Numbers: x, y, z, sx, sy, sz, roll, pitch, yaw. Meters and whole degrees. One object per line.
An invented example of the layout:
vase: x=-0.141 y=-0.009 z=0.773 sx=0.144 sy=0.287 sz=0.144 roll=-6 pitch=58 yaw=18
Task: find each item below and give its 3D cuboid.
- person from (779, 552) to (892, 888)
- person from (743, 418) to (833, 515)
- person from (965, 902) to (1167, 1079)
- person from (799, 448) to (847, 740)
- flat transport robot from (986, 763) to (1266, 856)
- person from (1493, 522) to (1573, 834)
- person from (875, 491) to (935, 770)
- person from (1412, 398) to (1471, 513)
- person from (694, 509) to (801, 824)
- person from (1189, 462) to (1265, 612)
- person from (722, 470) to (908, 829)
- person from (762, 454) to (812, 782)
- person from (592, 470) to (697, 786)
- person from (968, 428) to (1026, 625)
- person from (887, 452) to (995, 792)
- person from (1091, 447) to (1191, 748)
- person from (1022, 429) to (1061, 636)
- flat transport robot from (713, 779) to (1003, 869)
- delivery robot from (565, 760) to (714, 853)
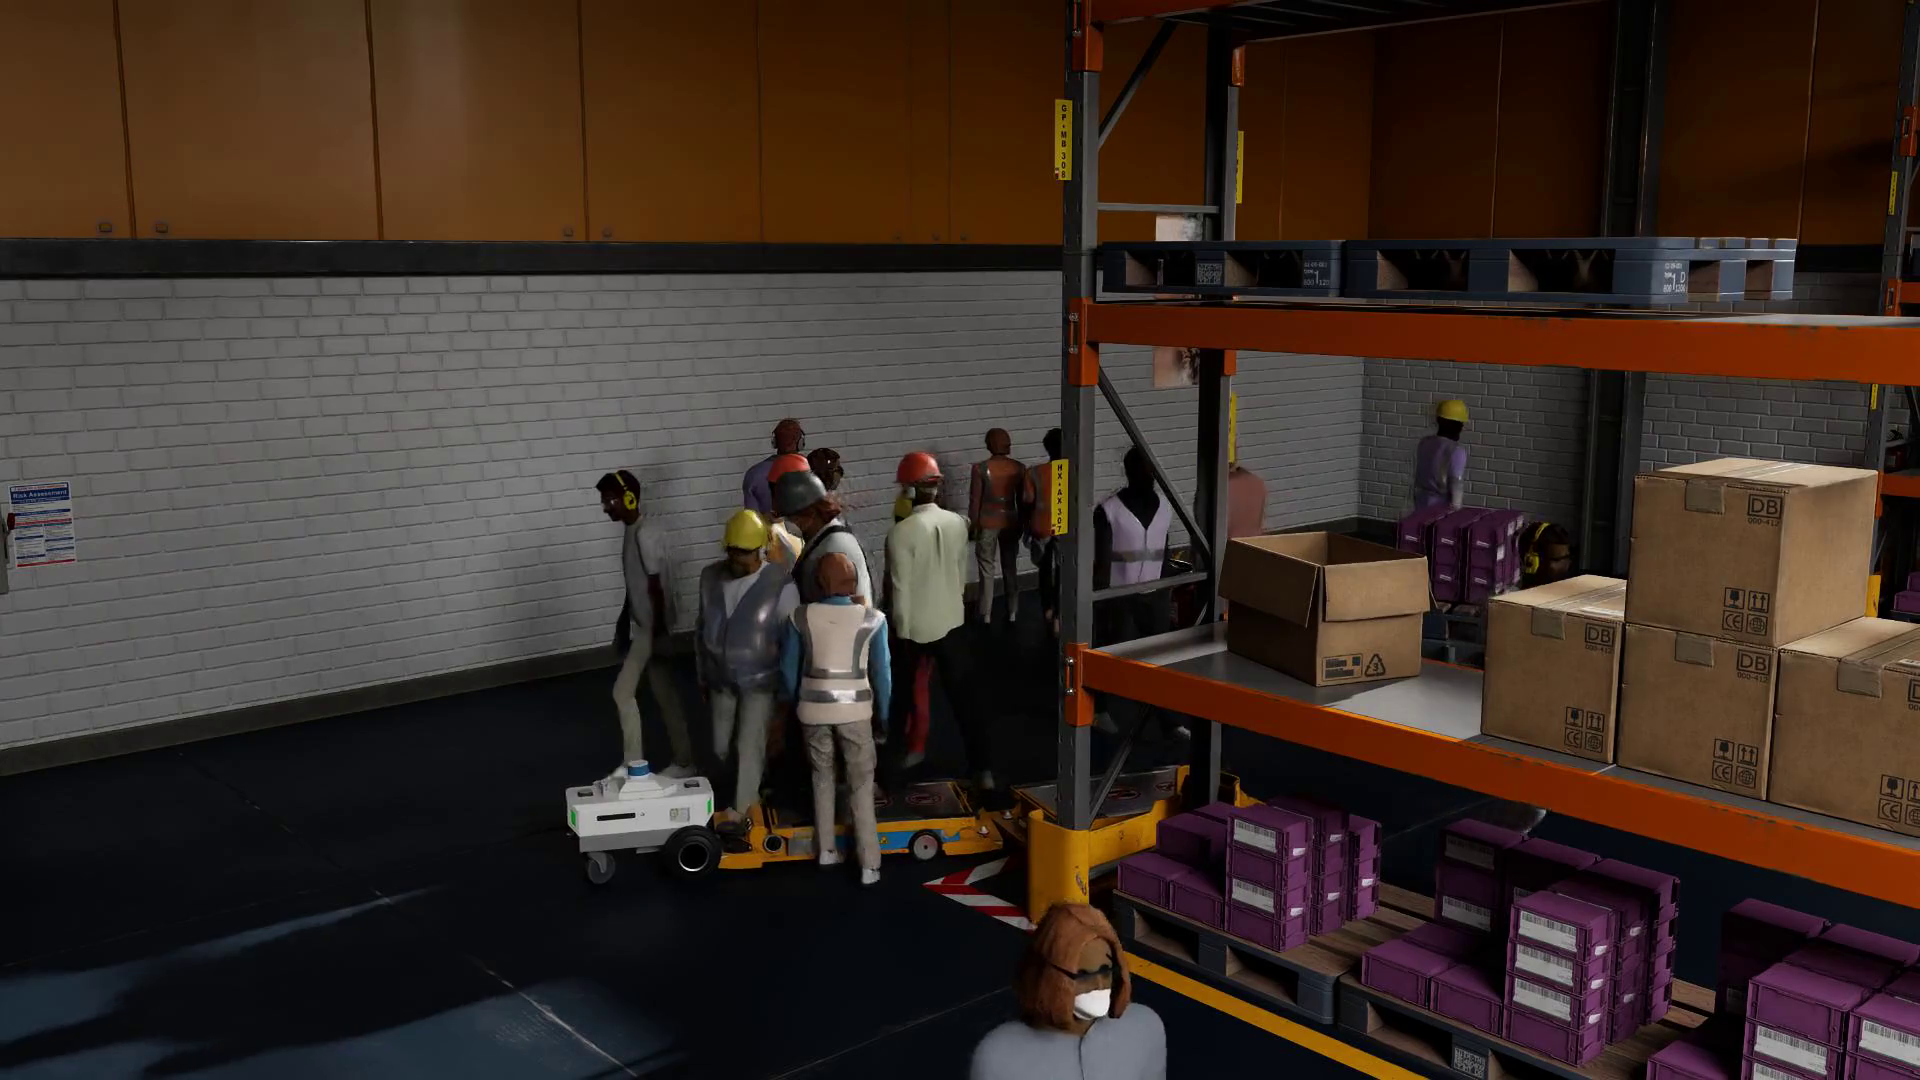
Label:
person: x=-0.609 y=0.868 z=8.069 sx=0.546 sy=1.610 sz=0.454 roll=1 pitch=10 yaw=5
person: x=-1.191 y=0.097 z=11.706 sx=0.647 sy=1.908 sz=0.409 roll=-1 pitch=10 yaw=-4
person: x=0.245 y=1.590 z=3.798 sx=0.504 sy=1.621 sz=0.405 roll=-5 pitch=11 yaw=-27
person: x=-0.854 y=0.338 z=10.472 sx=0.346 sy=1.846 sz=0.505 roll=-9 pitch=13 yaw=-41
flat transport robot: x=0.914 y=1.416 z=8.764 sx=1.431 sy=0.197 sz=0.652 roll=-4 pitch=10 yaw=-22
person: x=2.578 y=0.829 z=7.587 sx=0.548 sy=1.849 sz=0.442 roll=-8 pitch=12 yaw=-38
person: x=-0.297 y=0.527 z=9.737 sx=0.584 sy=1.725 sz=0.410 roll=9 pitch=13 yaw=44
person: x=3.821 y=-0.198 z=13.438 sx=0.547 sy=1.906 sz=0.590 roll=-5 pitch=11 yaw=-27
person: x=-1.054 y=0.697 z=8.584 sx=0.615 sy=1.792 sz=0.675 roll=5 pitch=11 yaw=27
person: x=1.768 y=0.231 z=11.001 sx=0.729 sy=1.878 sz=0.567 roll=-9 pitch=13 yaw=-41
person: x=-0.704 y=0.564 z=8.577 sx=1.047 sy=2.000 sz=0.764 roll=-1 pitch=10 yaw=-5
person: x=-0.981 y=0.471 z=9.453 sx=0.374 sy=1.927 sz=0.542 roll=1 pitch=10 yaw=7
person: x=-1.855 y=0.520 z=9.477 sx=0.731 sy=1.814 sz=0.543 roll=-2 pitch=10 yaw=-13
person: x=0.310 y=-0.111 z=13.723 sx=0.517 sy=1.631 sz=0.334 roll=-4 pitch=11 yaw=-23
person: x=-0.164 y=0.461 z=9.511 sx=0.622 sy=1.935 sz=1.106 roll=-8 pitch=12 yaw=-38
person: x=1.098 y=0.353 z=10.325 sx=0.623 sy=1.862 sz=1.000 roll=-5 pitch=11 yaw=-28
person: x=0.775 y=-0.079 z=13.473 sx=0.537 sy=1.651 sz=0.852 roll=2 pitch=10 yaw=13
flat transport robot: x=-0.541 y=1.448 z=8.575 sx=1.431 sy=0.197 sz=0.652 roll=-2 pitch=10 yaw=-10
delivery robot: x=-1.578 y=1.327 z=8.181 sx=0.707 sy=0.478 sz=0.477 roll=-3 pitch=10 yaw=-15
